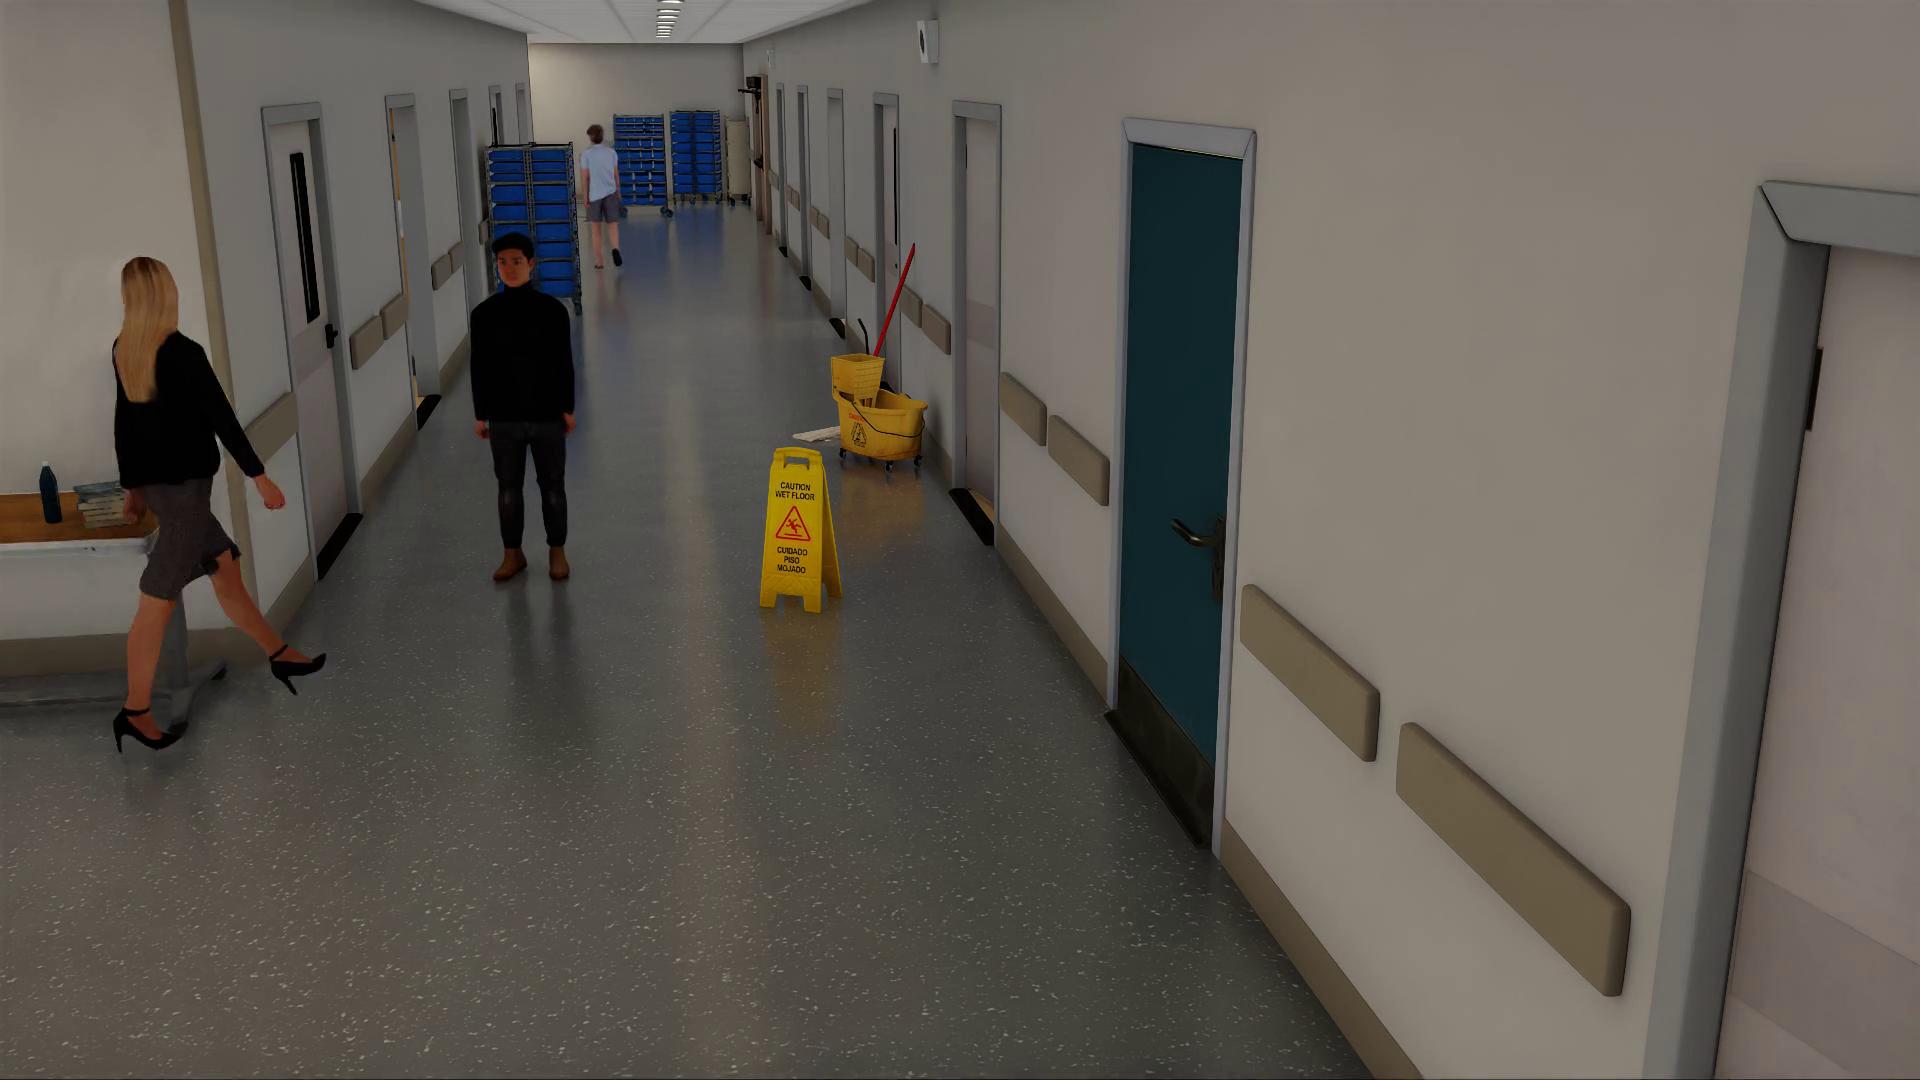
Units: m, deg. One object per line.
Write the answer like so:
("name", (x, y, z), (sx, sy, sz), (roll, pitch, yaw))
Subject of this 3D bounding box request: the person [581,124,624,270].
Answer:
("person", (-4.527, -4.337, 21.127), (0.755, 1.814, 0.973), (-6, 17, -19))

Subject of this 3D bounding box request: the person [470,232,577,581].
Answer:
("person", (-2.154, -0.661, 8.256), (0.666, 1.723, 0.547), (-1, 16, -4))

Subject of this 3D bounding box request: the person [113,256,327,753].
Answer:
("person", (-2.944, -0.073, 6.049), (1.116, 1.788, 1.191), (11, 19, 33))
